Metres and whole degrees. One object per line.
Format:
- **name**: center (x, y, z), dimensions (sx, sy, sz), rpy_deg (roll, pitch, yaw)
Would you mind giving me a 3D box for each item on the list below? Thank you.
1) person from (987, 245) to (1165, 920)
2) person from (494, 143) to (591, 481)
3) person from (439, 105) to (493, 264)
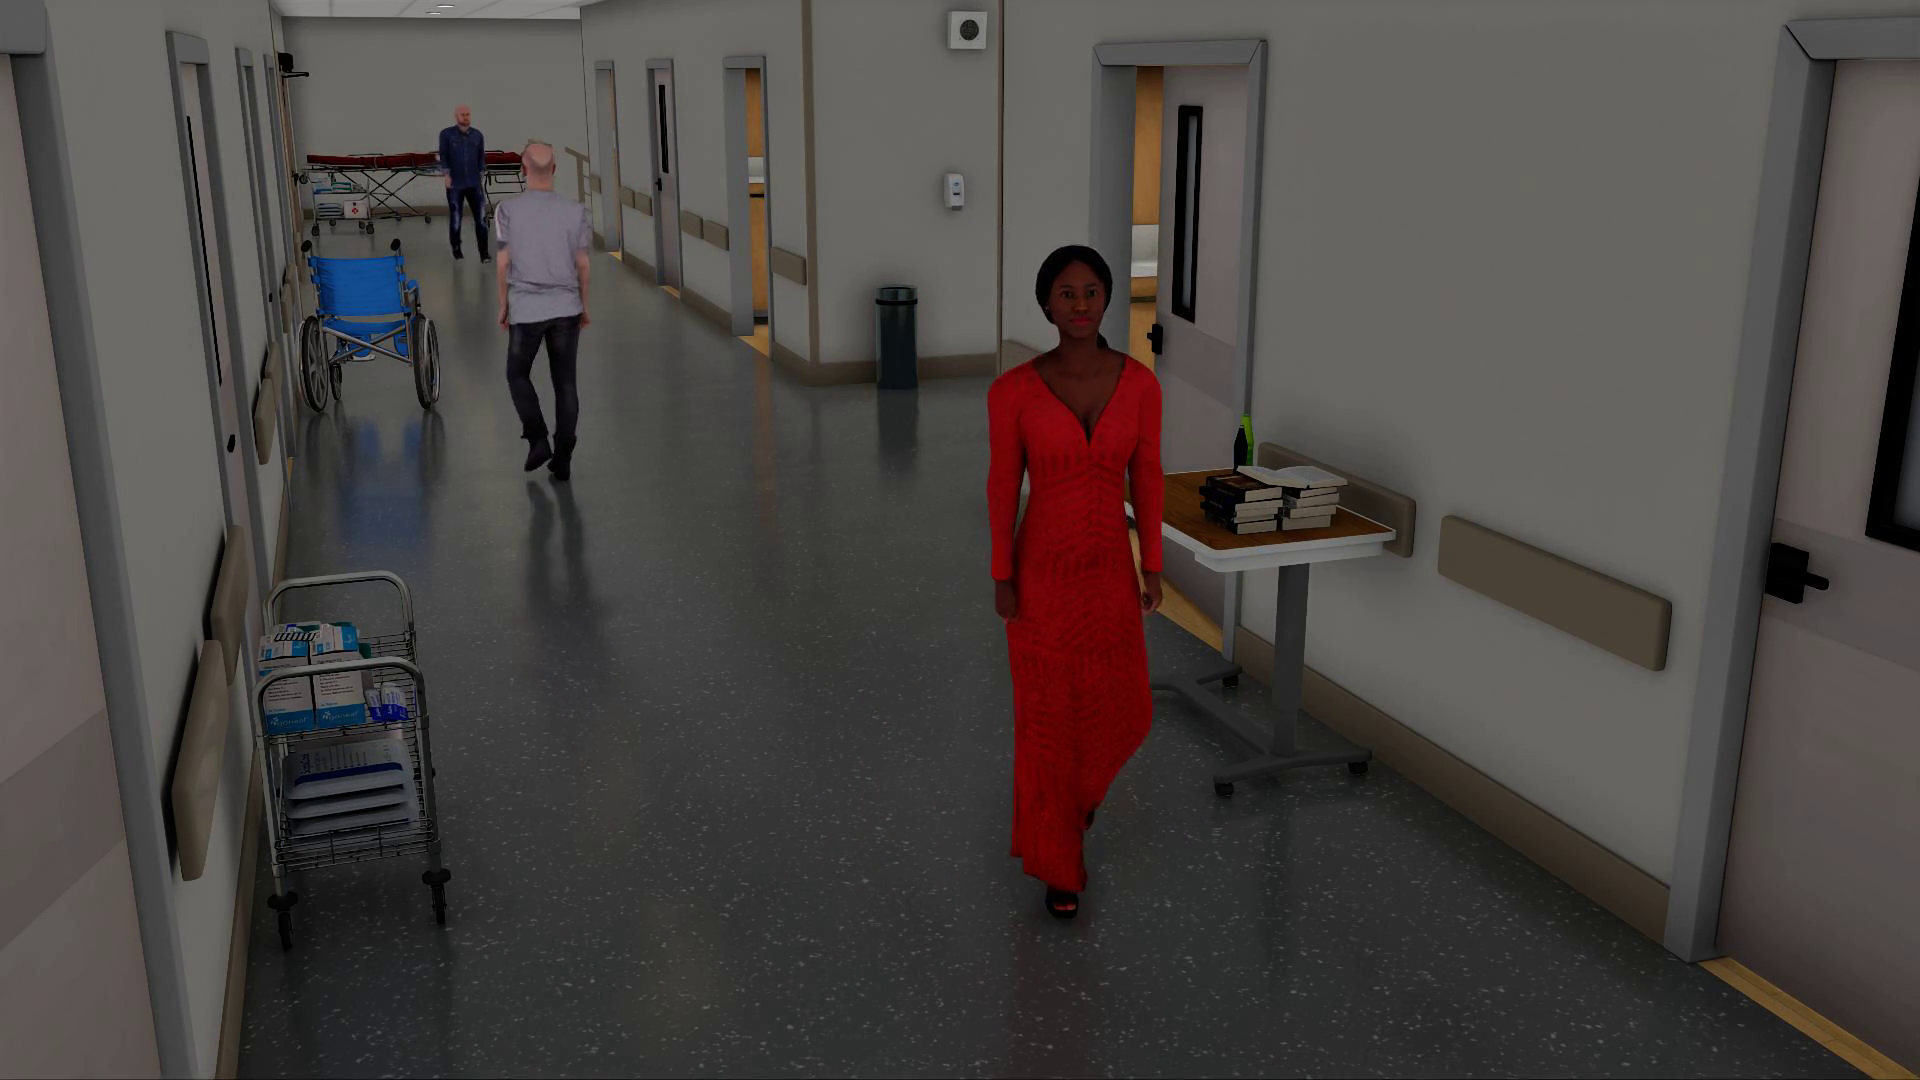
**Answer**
- **person**: center (0.296, 0.109, 4.431), dimensions (0.699, 1.775, 0.810), rpy_deg (-2, 16, -8)
- **person**: center (-2.245, -1.216, 9.041), dimensions (0.701, 1.823, 0.660), rpy_deg (-7, 17, -24)
- **person**: center (-5.831, -4.128, 19.443), dimensions (0.836, 1.783, 1.200), rpy_deg (-9, 18, -29)
